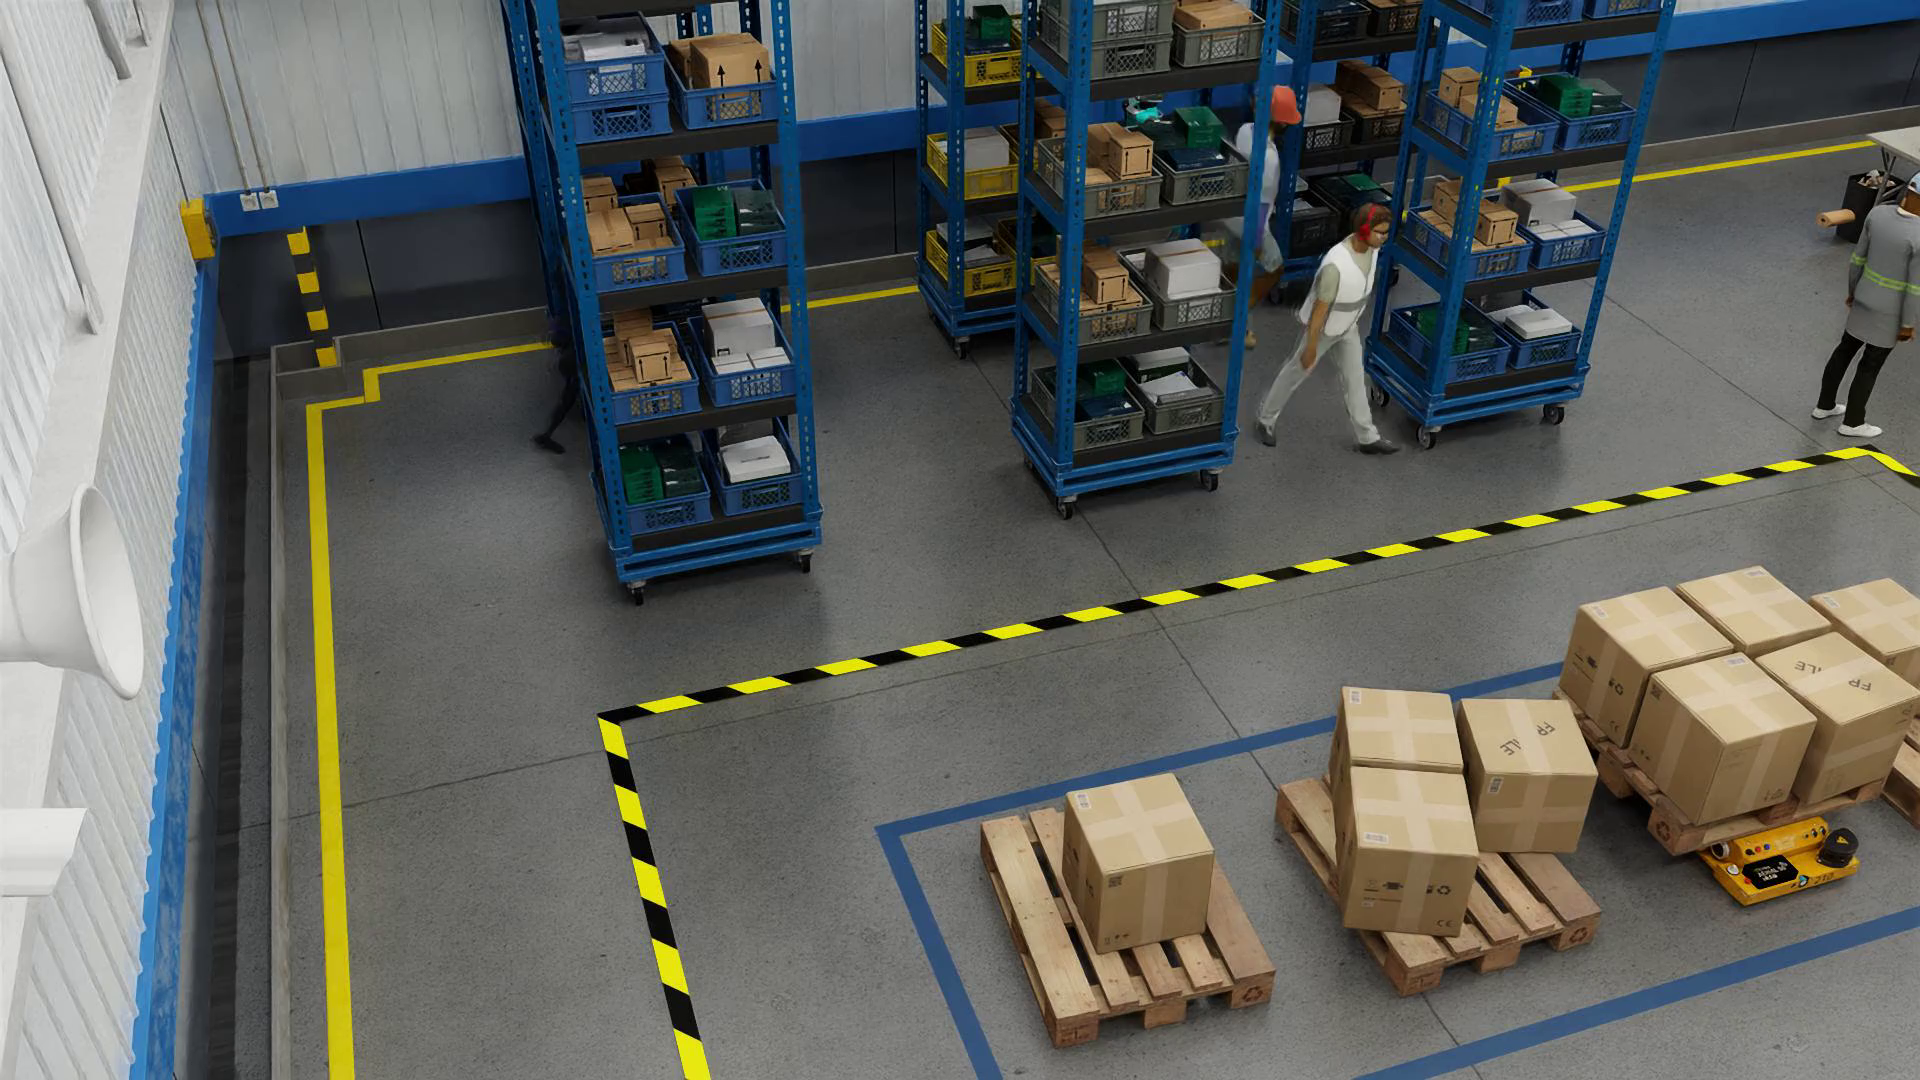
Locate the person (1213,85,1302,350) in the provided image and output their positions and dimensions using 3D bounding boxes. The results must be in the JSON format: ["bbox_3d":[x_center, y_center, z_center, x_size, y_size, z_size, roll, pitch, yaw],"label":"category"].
[{"bbox_3d":[2.071,-2.254,11.736,0.458,2.013,0.652,-10,36,-13],"label":"person"}]

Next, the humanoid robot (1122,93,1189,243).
[{"bbox_3d":[1.553,-2.614,12.371,0.735,1.677,0.533,-11,37,-15],"label":"humanoid robot"}]

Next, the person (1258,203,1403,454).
[{"bbox_3d":[2.412,-1.342,10.643,0.943,1.774,0.658,27,43,33],"label":"person"}]

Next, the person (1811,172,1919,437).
[{"bbox_3d":[6.048,-1.547,10.879,0.393,1.848,0.586,-10,36,-14],"label":"person"}]

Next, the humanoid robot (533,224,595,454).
[{"bbox_3d":[-2.482,-1.269,10.683,0.754,1.634,0.590,-2,35,-3],"label":"humanoid robot"}]

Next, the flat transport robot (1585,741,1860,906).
[{"bbox_3d":[3.738,1.188,8.347,0.652,0.197,1.431,-11,37,-15],"label":"flat transport robot"}]
